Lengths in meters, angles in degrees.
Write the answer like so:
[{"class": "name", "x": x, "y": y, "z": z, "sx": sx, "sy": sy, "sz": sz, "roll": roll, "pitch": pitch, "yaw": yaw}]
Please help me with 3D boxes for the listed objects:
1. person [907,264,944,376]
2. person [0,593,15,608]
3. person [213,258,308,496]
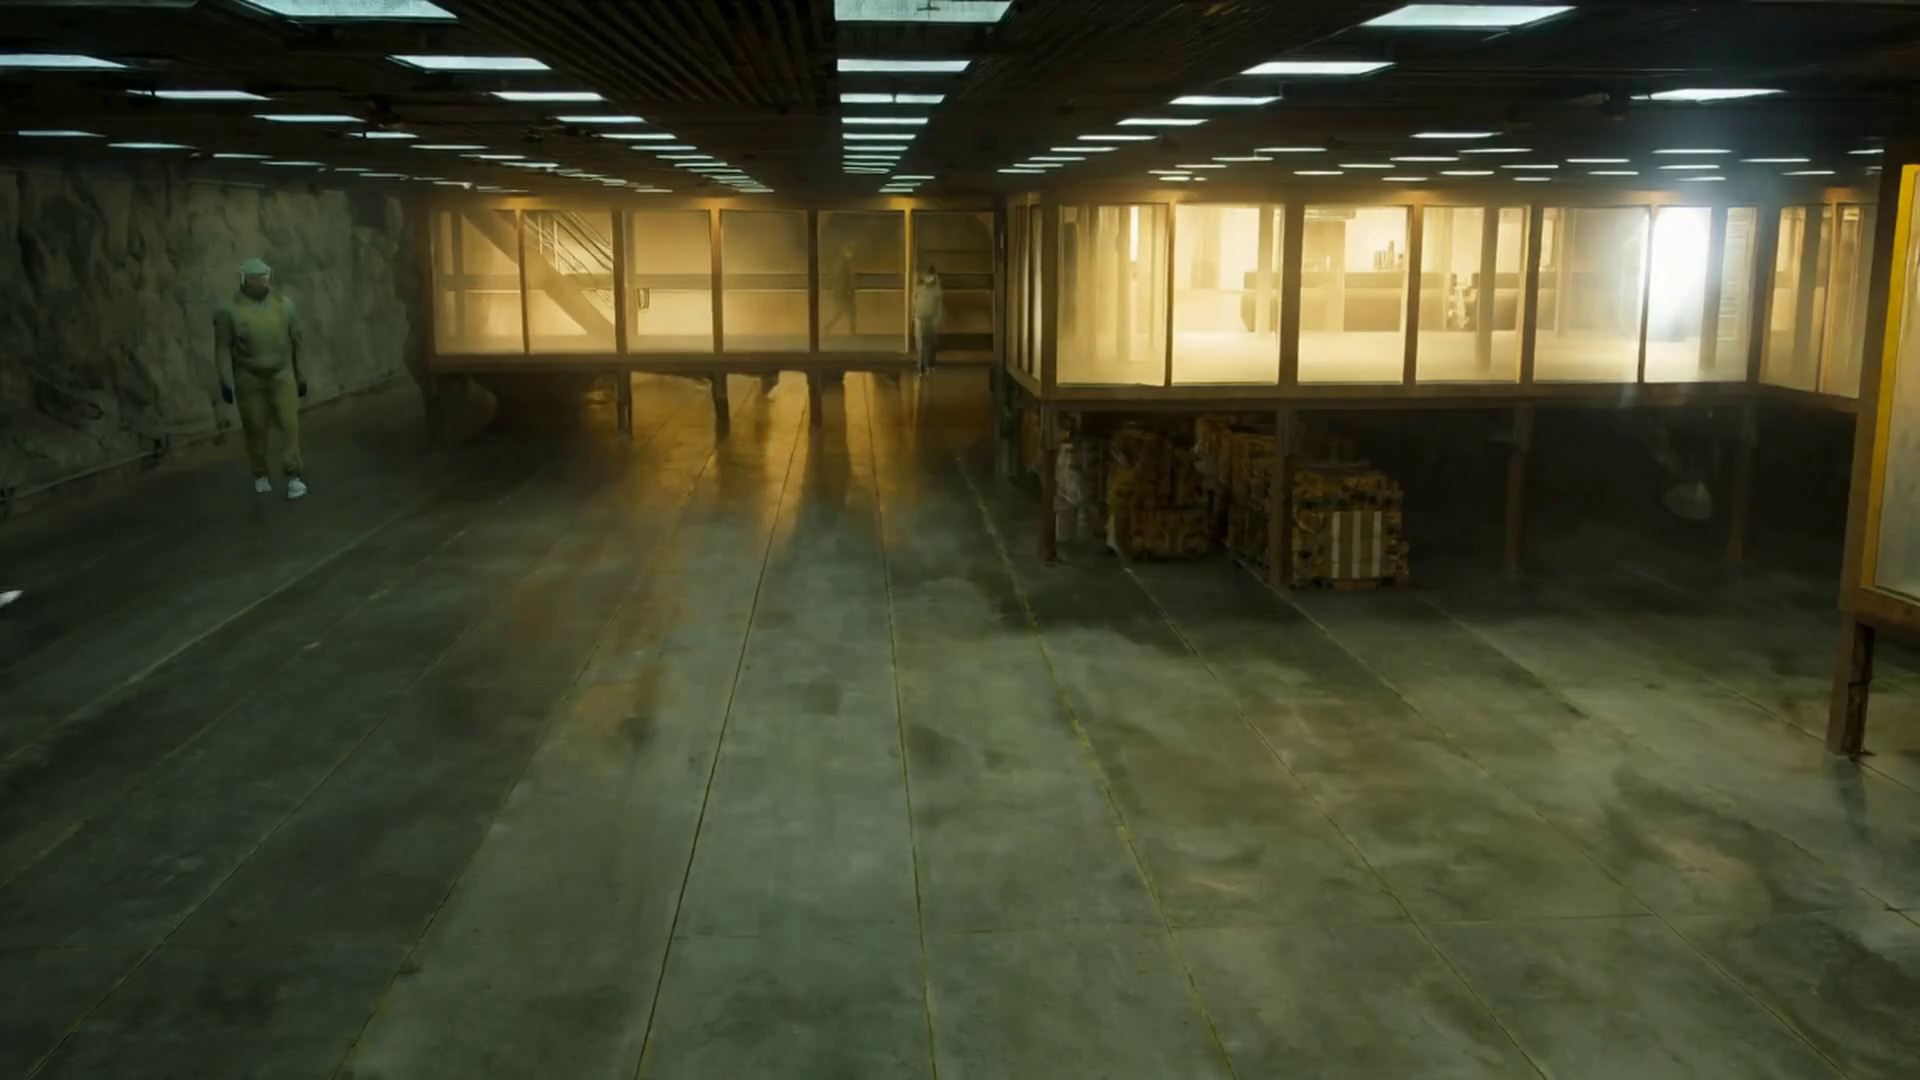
[{"class": "person", "x": -0.499, "y": -3.180, "z": 24.119, "sx": 0.540, "sy": 1.616, "sz": 0.348, "roll": -1, "pitch": 11, "yaw": -5}, {"class": "person", "x": -5.435, "y": -0.394, "z": 8.575, "sx": 0.560, "sy": 1.806, "sz": 0.970, "roll": 8, "pitch": 13, "yaw": 37}, {"class": "person", "x": -5.444, "y": -1.256, "z": 13.035, "sx": 0.681, "sy": 1.868, "sz": 0.917, "roll": -6, "pitch": 12, "yaw": -31}]
